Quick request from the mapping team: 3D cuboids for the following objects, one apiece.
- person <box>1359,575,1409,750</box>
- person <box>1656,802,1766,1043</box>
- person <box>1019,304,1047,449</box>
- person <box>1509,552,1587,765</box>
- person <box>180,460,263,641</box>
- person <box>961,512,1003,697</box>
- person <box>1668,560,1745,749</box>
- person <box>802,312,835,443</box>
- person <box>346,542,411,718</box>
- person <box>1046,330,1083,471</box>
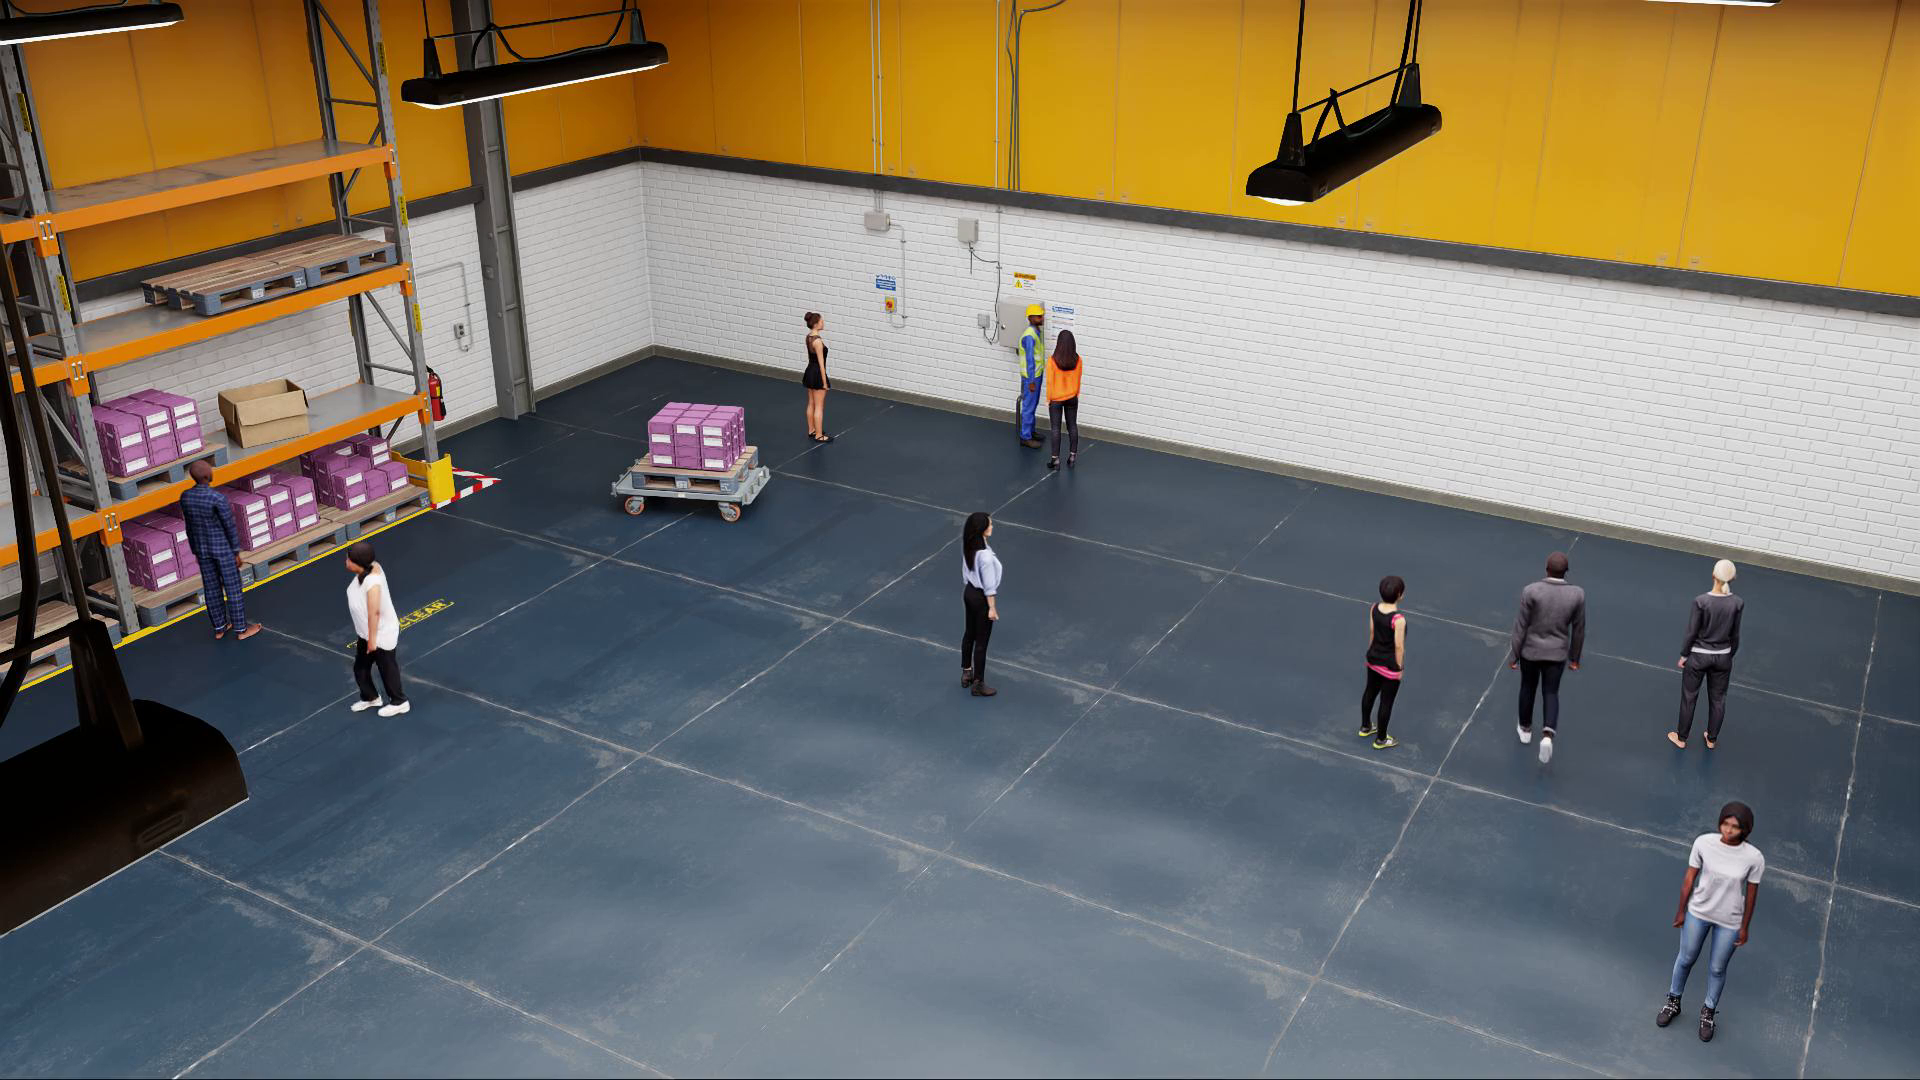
[{"bbox_3d":[3.597,1.019,14.097,0.671,1.553,0.633,-11,26,-24],"label":"person"},{"bbox_3d":[4.838,2.428,10.667,0.590,1.719,0.510,14,27,30],"label":"person"},{"bbox_3d":[0.916,-2.081,20.866,0.782,1.812,0.593,6,24,14],"label":"person"},{"bbox_3d":[4.878,0.991,13.851,0.899,1.803,1.096,6,24,12],"label":"person"},{"bbox_3d":[-7.113,0.092,15.886,0.736,1.818,0.723,4,24,9],"label":"person"},{"bbox_3d":[0.168,0.557,14.917,0.752,1.743,0.735,-11,26,-23],"label":"person"},{"bbox_3d":[6.316,0.960,14.017,0.677,1.726,0.656,3,24,6],"label":"person"},{"bbox_3d":[-1.817,-2.071,21.014,0.717,1.675,0.678,-11,26,-24],"label":"person"},{"bbox_3d":[-5.045,0.769,14.518,0.914,1.674,0.859,-10,26,-22],"label":"person"},{"bbox_3d":[1.250,-1.699,20.072,0.687,1.748,0.770,-9,25,-20],"label":"person"}]
